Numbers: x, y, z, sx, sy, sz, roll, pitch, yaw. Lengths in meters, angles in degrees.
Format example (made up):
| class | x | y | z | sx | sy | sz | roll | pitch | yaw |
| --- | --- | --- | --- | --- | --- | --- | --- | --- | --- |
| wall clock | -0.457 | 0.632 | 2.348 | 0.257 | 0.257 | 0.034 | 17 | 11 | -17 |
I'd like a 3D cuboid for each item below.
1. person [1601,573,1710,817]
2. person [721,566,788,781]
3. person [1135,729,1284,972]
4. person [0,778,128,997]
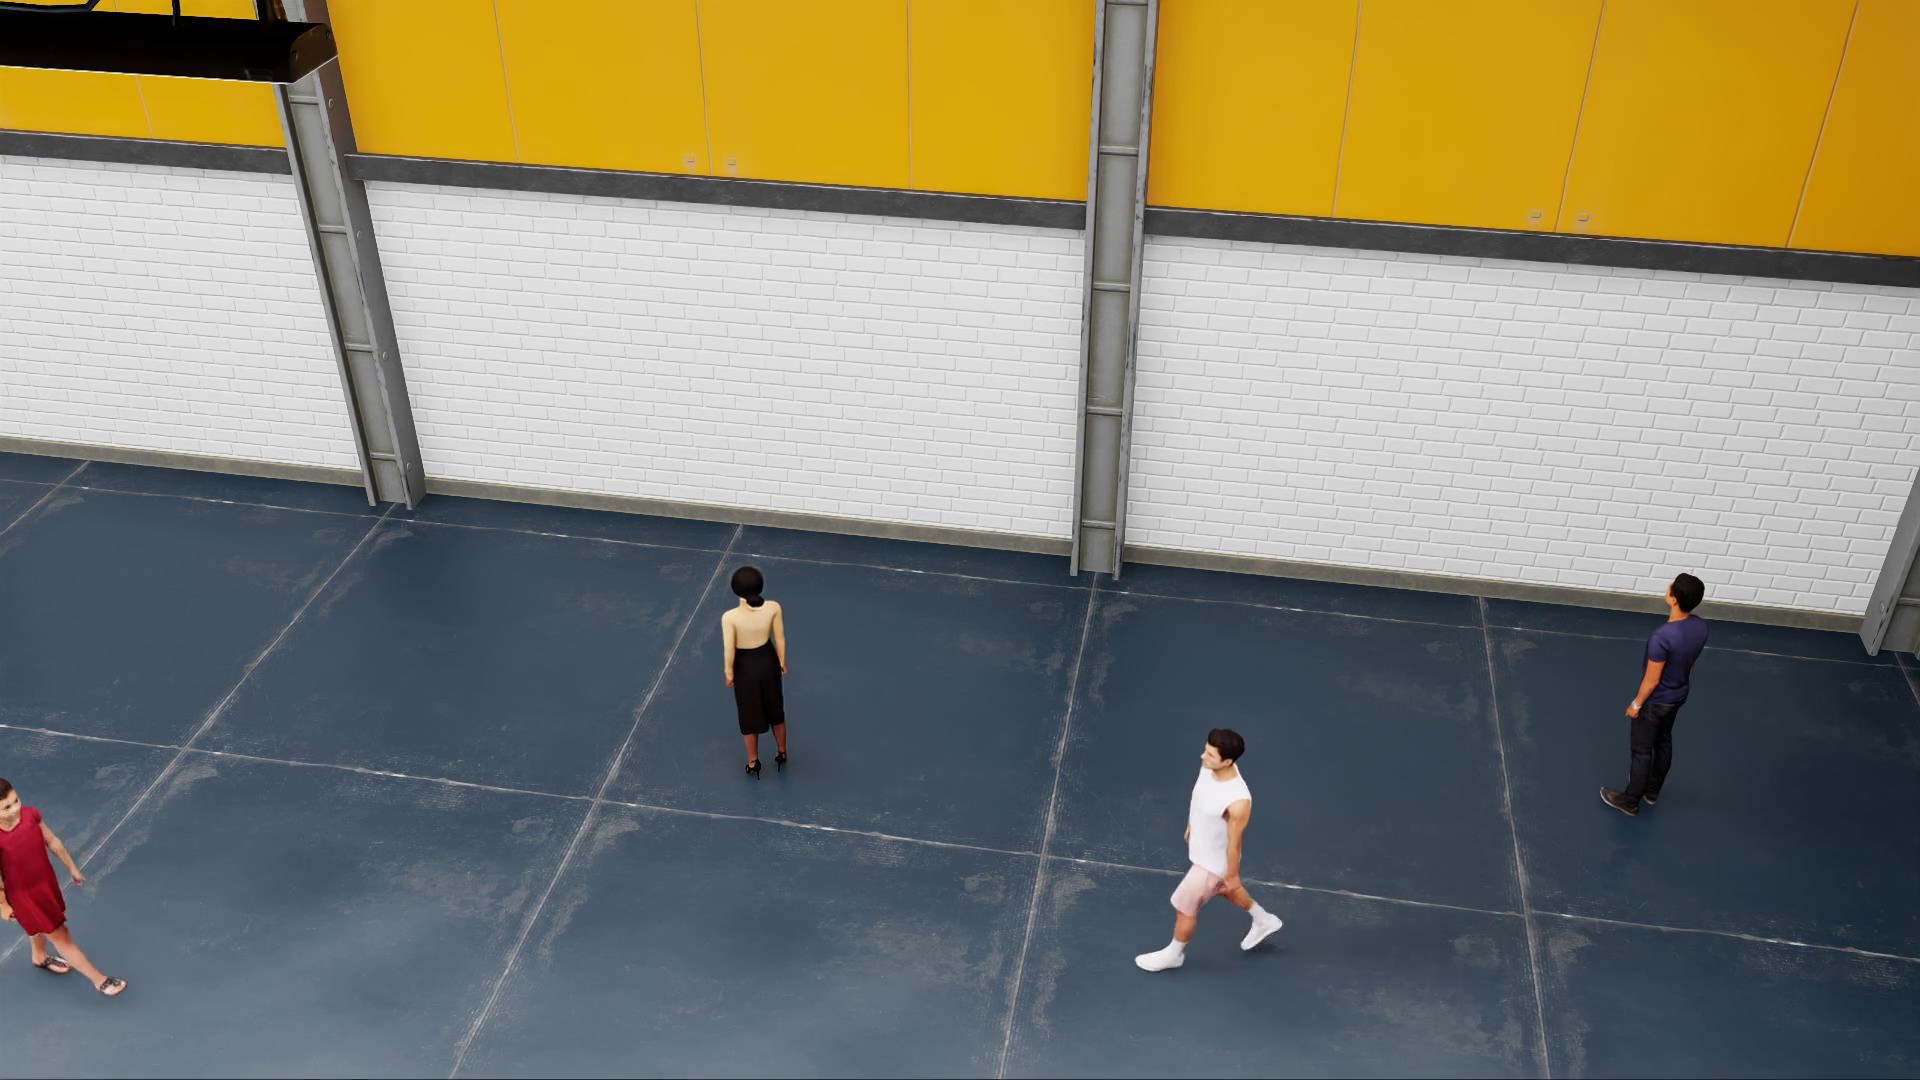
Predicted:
| class | x | y | z | sx | sy | sz | roll | pitch | yaw |
| --- | --- | --- | --- | --- | --- | --- | --- | --- | --- |
| person | 4.467 | 0.991 | 10.592 | 0.696 | 1.790 | 0.771 | -19 | 38 | -26 |
| person | -1.339 | 0.865 | 10.905 | 0.640 | 1.653 | 0.726 | -14 | 36 | -20 |
| person | 1.524 | 1.759 | 9.466 | 1.198 | 1.757 | 0.862 | -3 | 34 | -5 |
| person | -5.315 | 1.934 | 9.420 | 1.023 | 1.517 | 0.649 | 11 | 35 | 16 |
